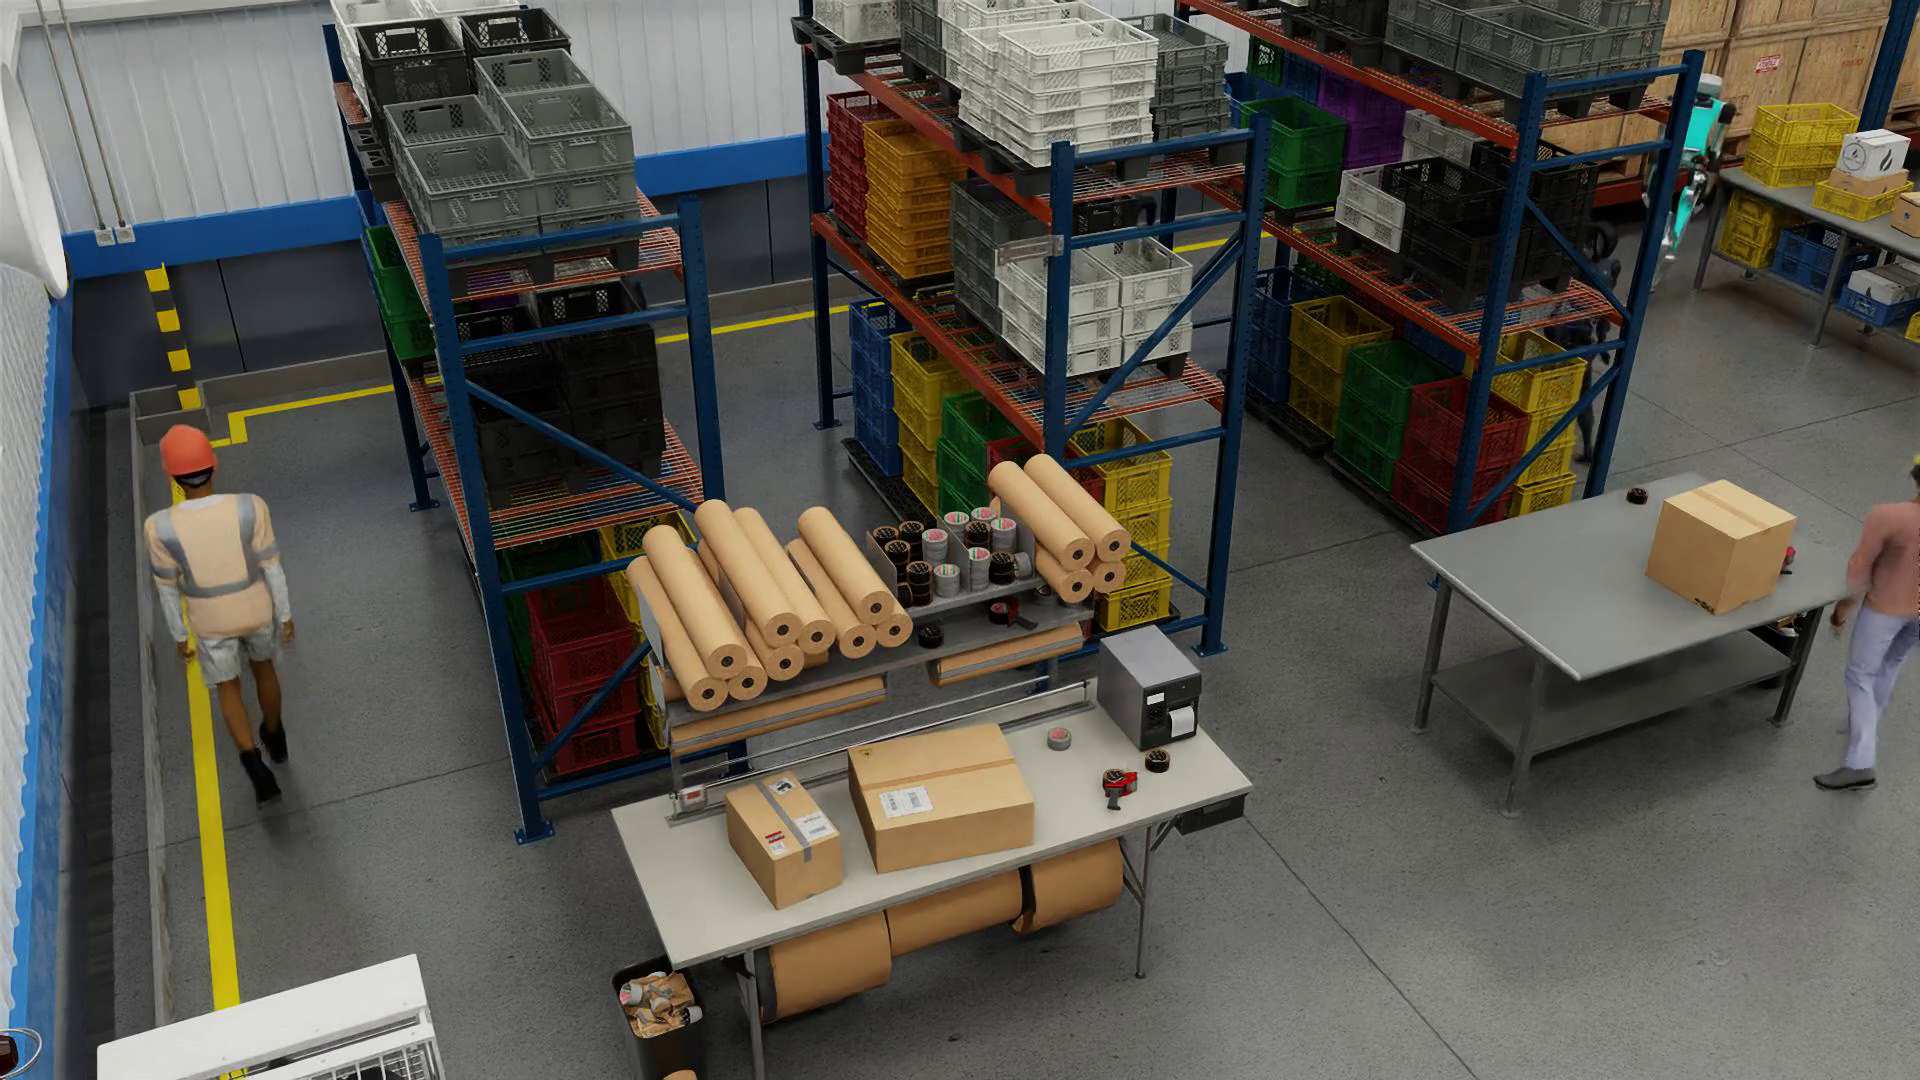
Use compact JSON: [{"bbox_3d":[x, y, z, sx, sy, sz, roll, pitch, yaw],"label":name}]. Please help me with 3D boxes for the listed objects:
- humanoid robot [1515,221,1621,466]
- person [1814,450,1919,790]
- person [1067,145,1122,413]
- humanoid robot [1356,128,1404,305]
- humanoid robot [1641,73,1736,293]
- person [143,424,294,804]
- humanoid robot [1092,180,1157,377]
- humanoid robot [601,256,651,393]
[{"bbox_3d":[3.977,-1.265,10.726,0.608,1.624,0.770,-18,36,-27],"label":"humanoid robot"},{"bbox_3d":[4.530,0.368,7.986,0.547,1.725,0.699,1,32,2],"label":"person"},{"bbox_3d":[0.924,-1.747,11.132,0.416,2.035,0.613,14,34,22],"label":"person"},{"bbox_3d":[3.081,-2.341,12.447,0.609,1.637,0.626,-22,38,-31],"label":"humanoid robot"},{"bbox_3d":[5.589,-2.655,12.898,0.573,1.780,0.913,7,32,12],"label":"humanoid robot"},{"bbox_3d":[-3.418,0.370,7.809,0.545,1.914,0.753,-15,35,-23],"label":"person"},{"bbox_3d":[1.085,-1.920,11.757,0.601,1.644,0.396,-9,33,-15],"label":"humanoid robot"},{"bbox_3d":[-2.037,-1.054,10.325,0.315,1.657,0.599,-6,32,-10],"label":"humanoid robot"}]
